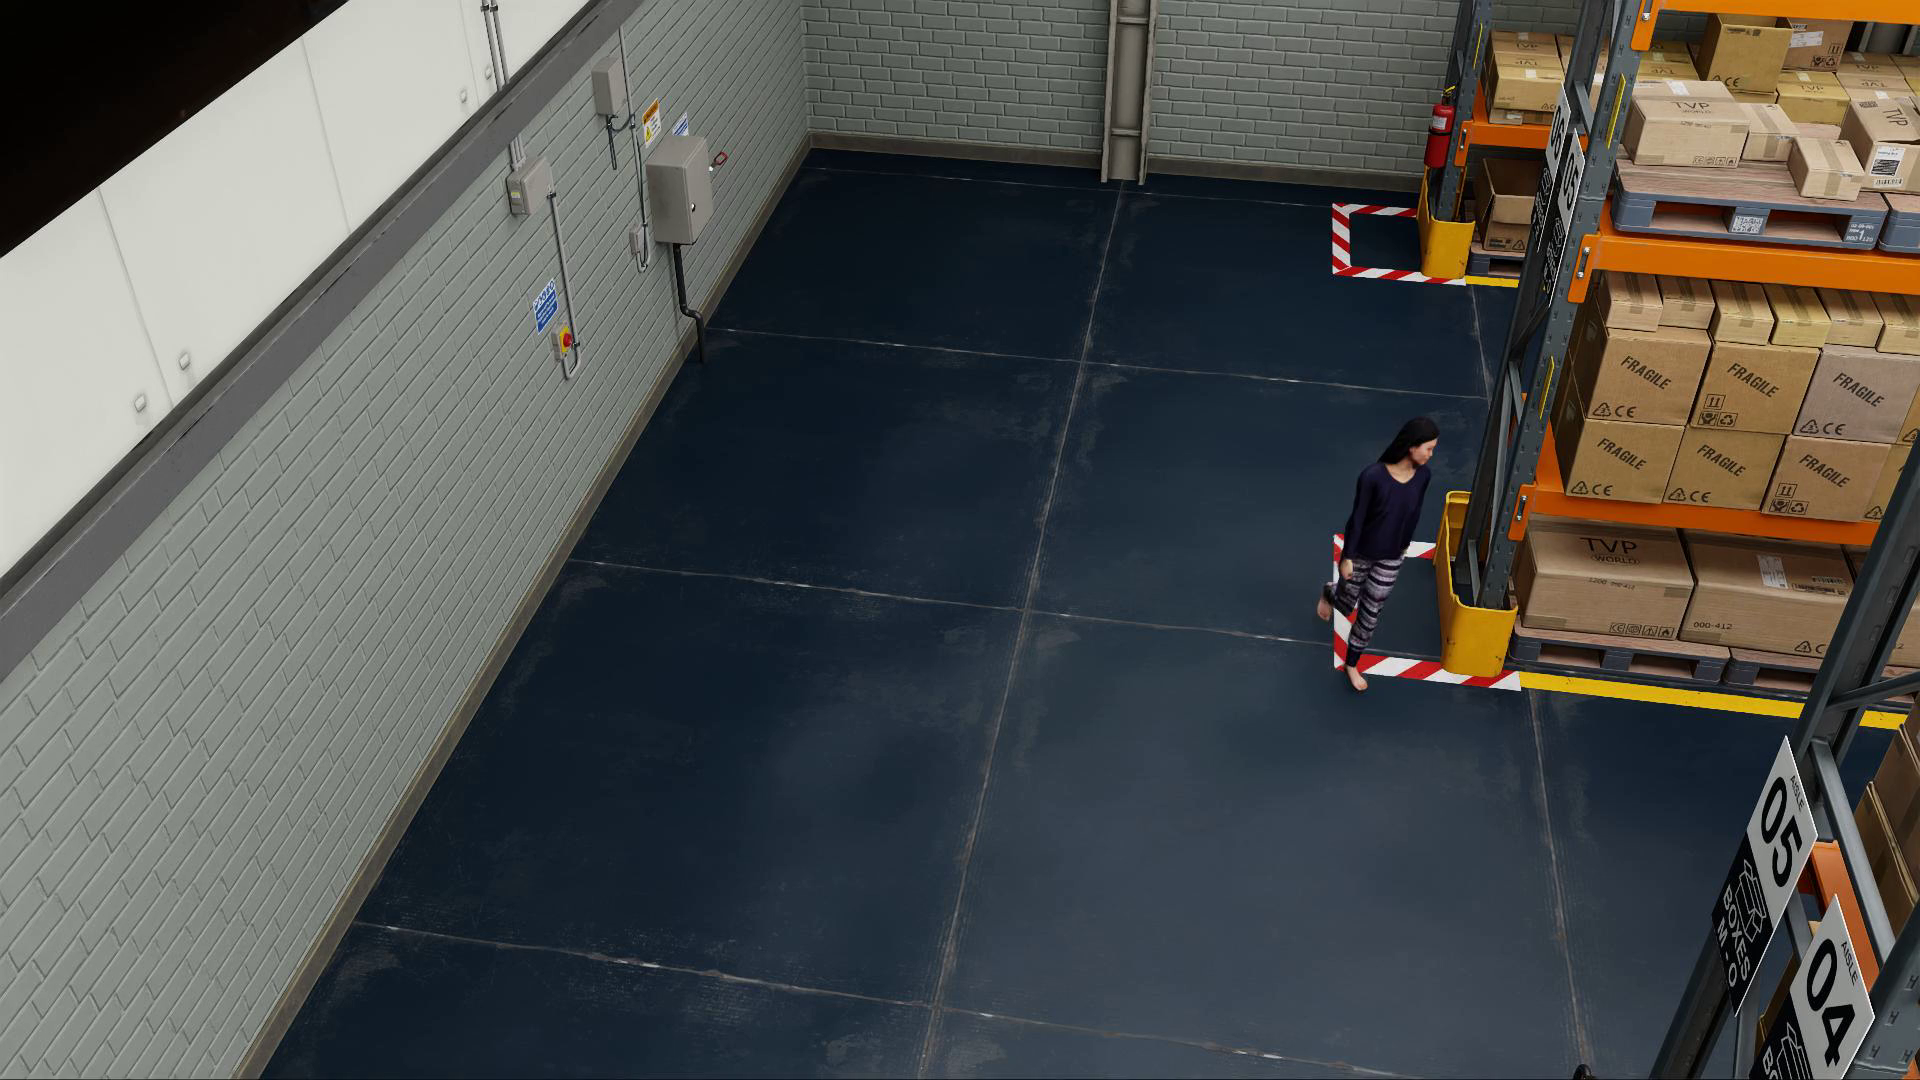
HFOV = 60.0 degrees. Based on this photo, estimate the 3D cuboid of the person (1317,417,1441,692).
[{"bbox_3d":[2.311,0.008,9.424,0.971,1.688,0.900,-4,37,-5],"label":"person"}]
